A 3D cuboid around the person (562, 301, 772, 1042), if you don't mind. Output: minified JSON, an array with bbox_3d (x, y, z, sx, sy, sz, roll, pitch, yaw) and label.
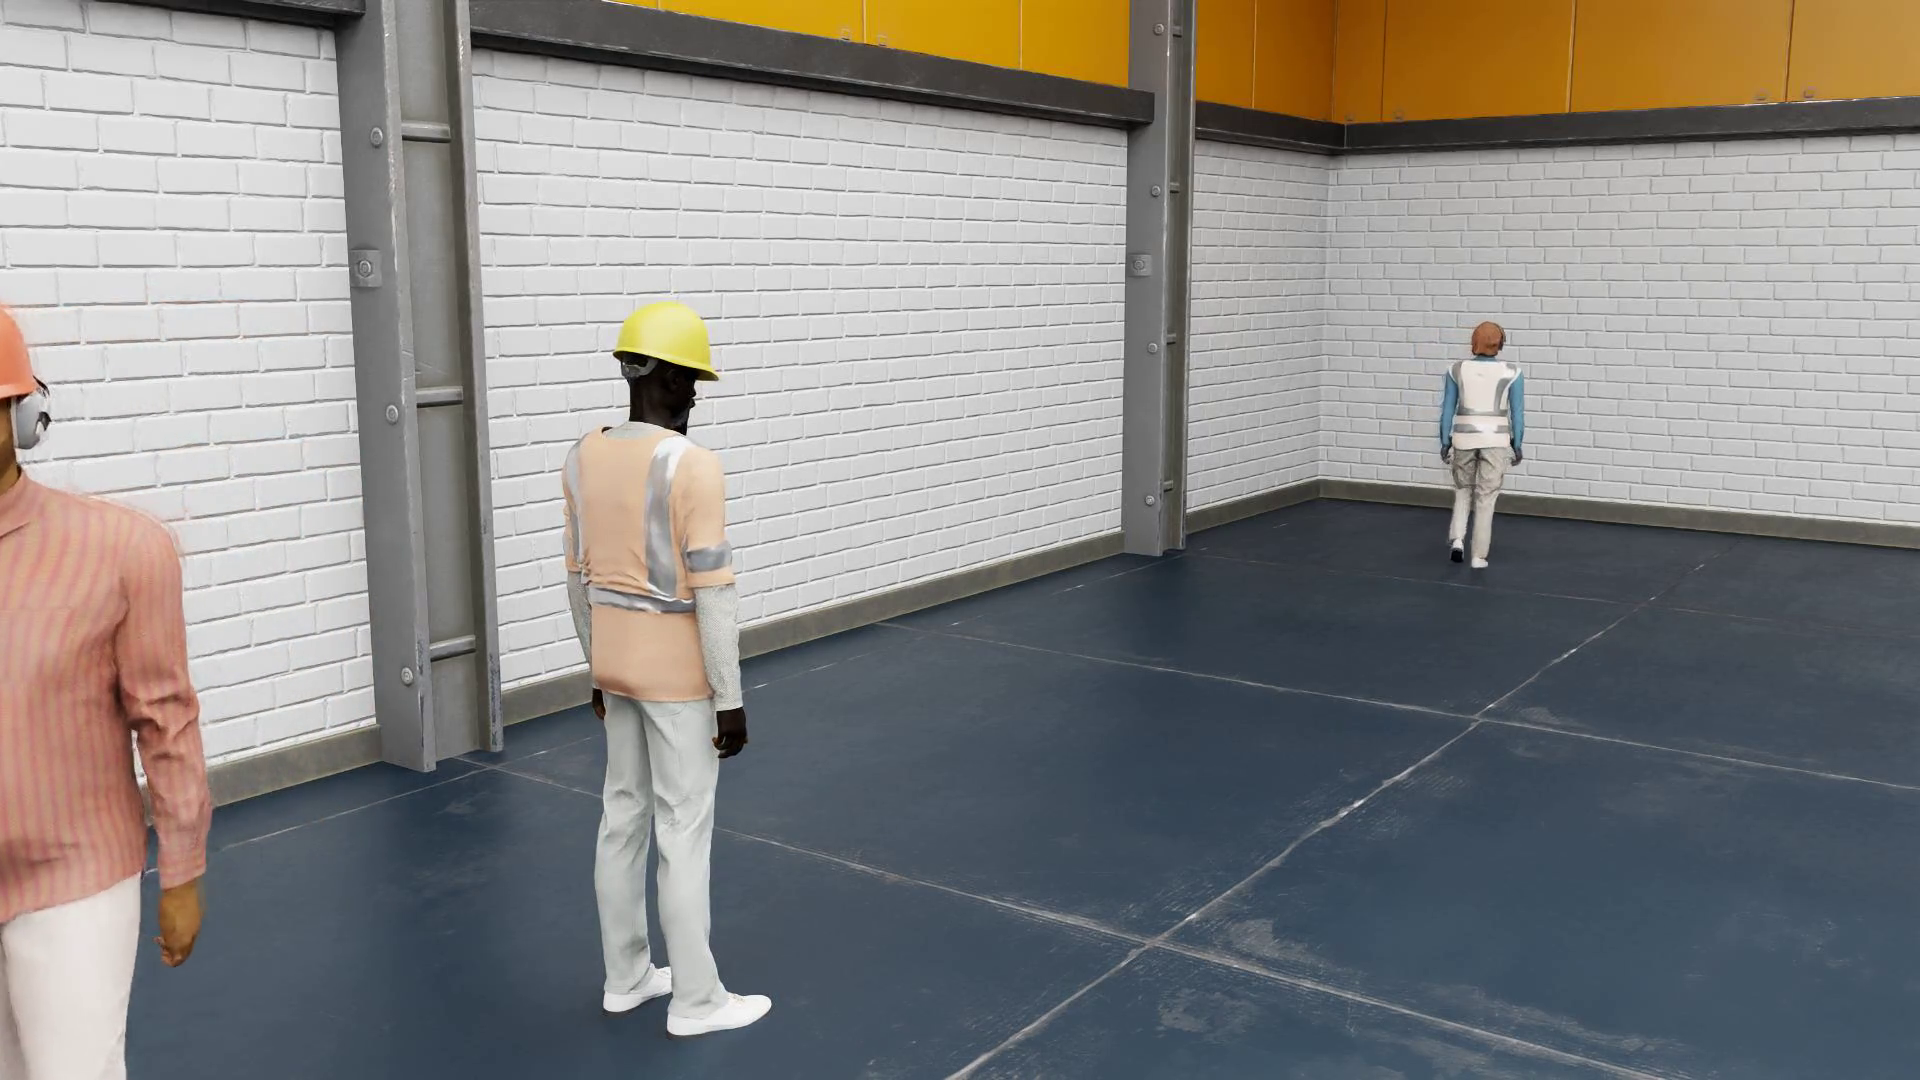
[{"bbox_3d":[-0.774,0.343,4.359,0.585,1.919,0.380,8,12,38],"label":"person"}]

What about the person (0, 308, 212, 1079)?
[{"bbox_3d":[-1.602,0.580,2.755,0.626,1.976,0.465,-1,10,-7],"label":"person"}]

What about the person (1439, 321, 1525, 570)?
[{"bbox_3d":[3.425,-0.613,10.908,0.531,1.625,0.373,6,11,31],"label":"person"}]
